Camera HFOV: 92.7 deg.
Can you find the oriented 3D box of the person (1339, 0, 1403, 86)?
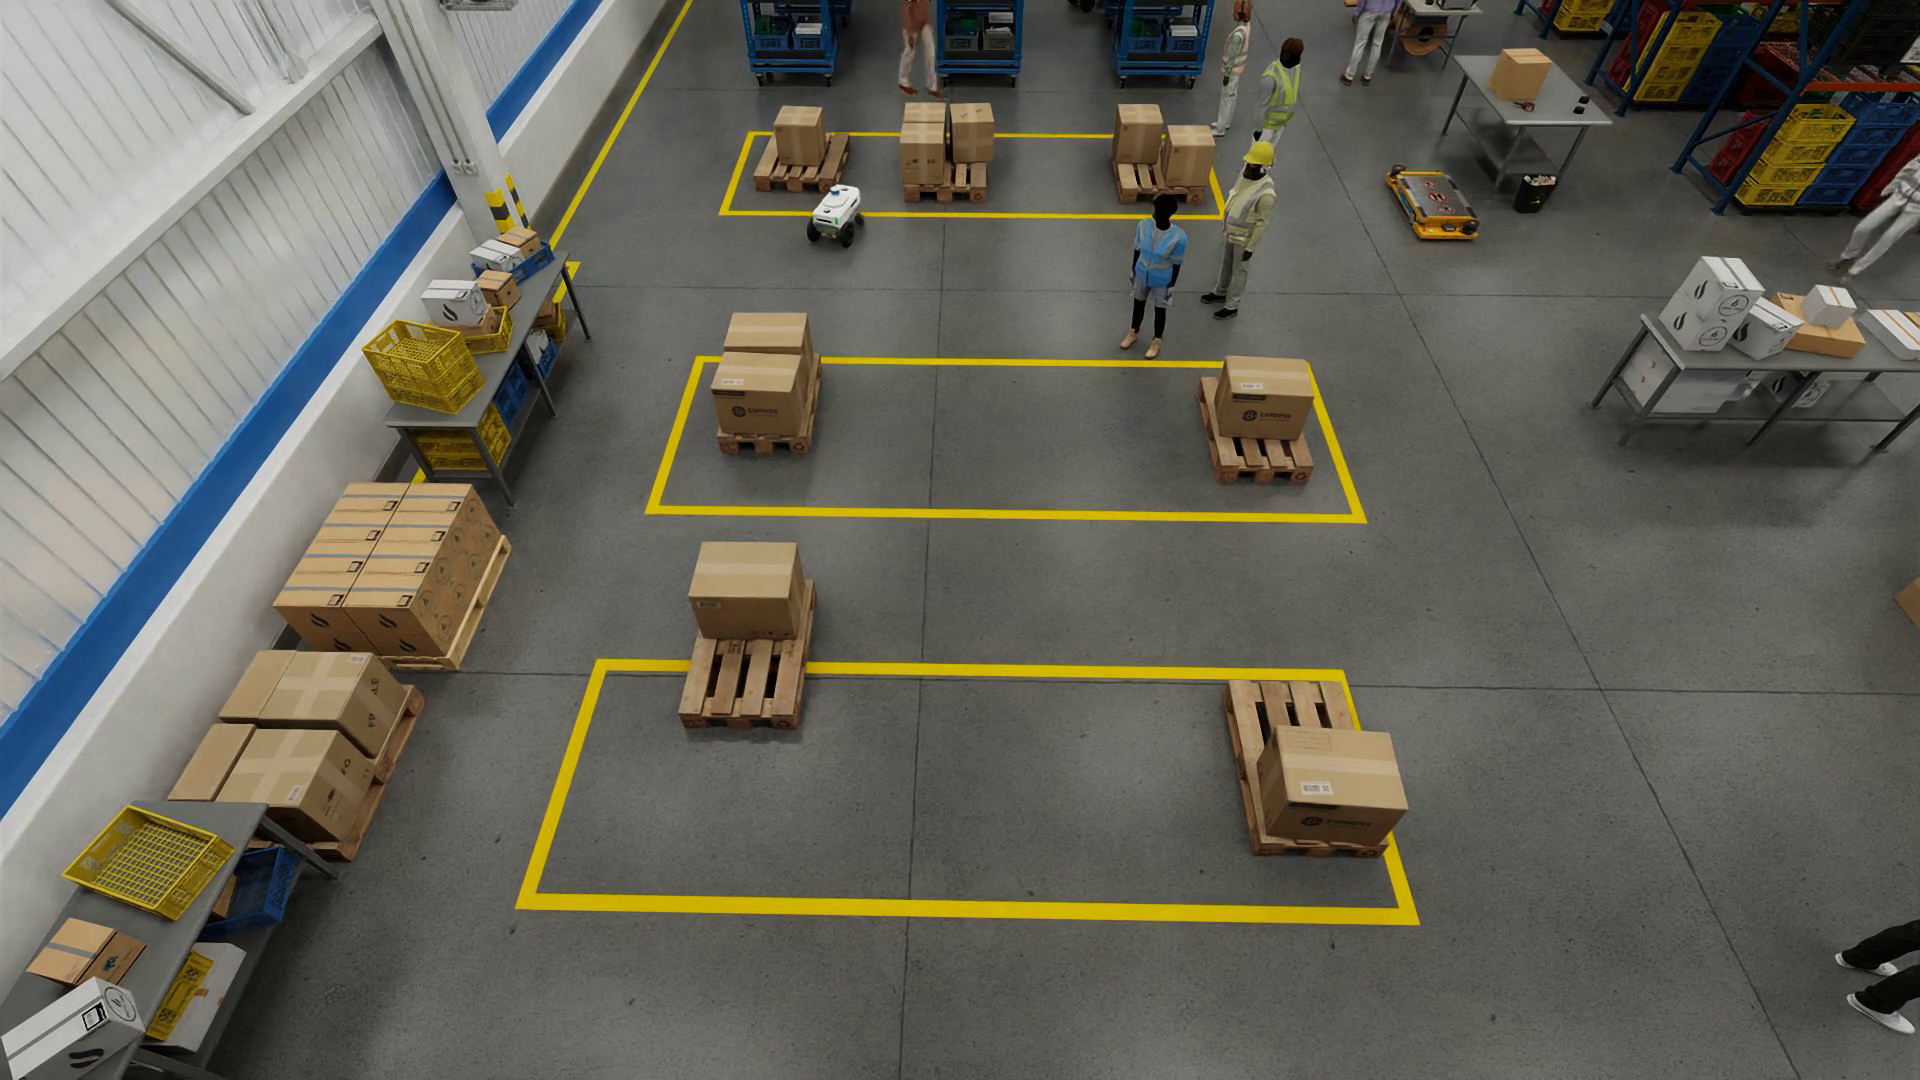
[{"bbox_3d":[5.822,-7.388,12.817,0.630,1.937,0.373,1,49,1],"label":"person"}]

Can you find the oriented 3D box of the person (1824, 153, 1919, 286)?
[{"bbox_3d":[9.844,-3.466,9.475,0.456,1.858,0.619,-17,51,-14],"label":"person"}]

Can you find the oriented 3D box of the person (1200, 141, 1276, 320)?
[{"bbox_3d":[2.797,-3.077,9.150,0.404,1.837,0.593,-11,50,-9],"label":"person"}]

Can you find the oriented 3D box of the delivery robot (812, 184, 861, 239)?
[{"bbox_3d":[-1.425,-3.836,10.590,0.477,0.478,0.707,14,51,12],"label":"delivery robot"}]

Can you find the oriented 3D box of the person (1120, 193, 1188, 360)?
[{"bbox_3d":[1.849,-2.512,8.757,0.527,1.690,0.318,31,56,24],"label":"person"}]

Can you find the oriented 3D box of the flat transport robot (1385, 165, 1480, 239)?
[{"bbox_3d":[5.692,-4.094,11.059,0.652,0.197,1.431,1,49,1],"label":"flat transport robot"}]

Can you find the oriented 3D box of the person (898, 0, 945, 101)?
[{"bbox_3d":[-0.556,-6.986,12.462,0.916,1.937,0.640,34,57,26],"label":"person"}]

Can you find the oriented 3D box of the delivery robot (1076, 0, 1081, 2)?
[{"bbox_3d":[2.237,-9.259,15.283,0.707,0.478,0.477,-20,52,-17],"label":"delivery robot"}]

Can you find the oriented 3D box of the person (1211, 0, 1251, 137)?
[{"bbox_3d":[3.534,-6.106,11.907,0.313,1.634,0.514,19,52,16],"label":"person"}]

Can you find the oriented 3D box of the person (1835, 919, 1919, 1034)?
[{"bbox_3d":[5.339,2.003,4.703,0.392,1.915,0.589,17,51,14],"label":"person"}]

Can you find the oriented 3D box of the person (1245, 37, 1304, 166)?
[{"bbox_3d":[3.664,-4.914,10.745,0.614,1.835,0.428,-35,58,-26],"label":"person"}]
